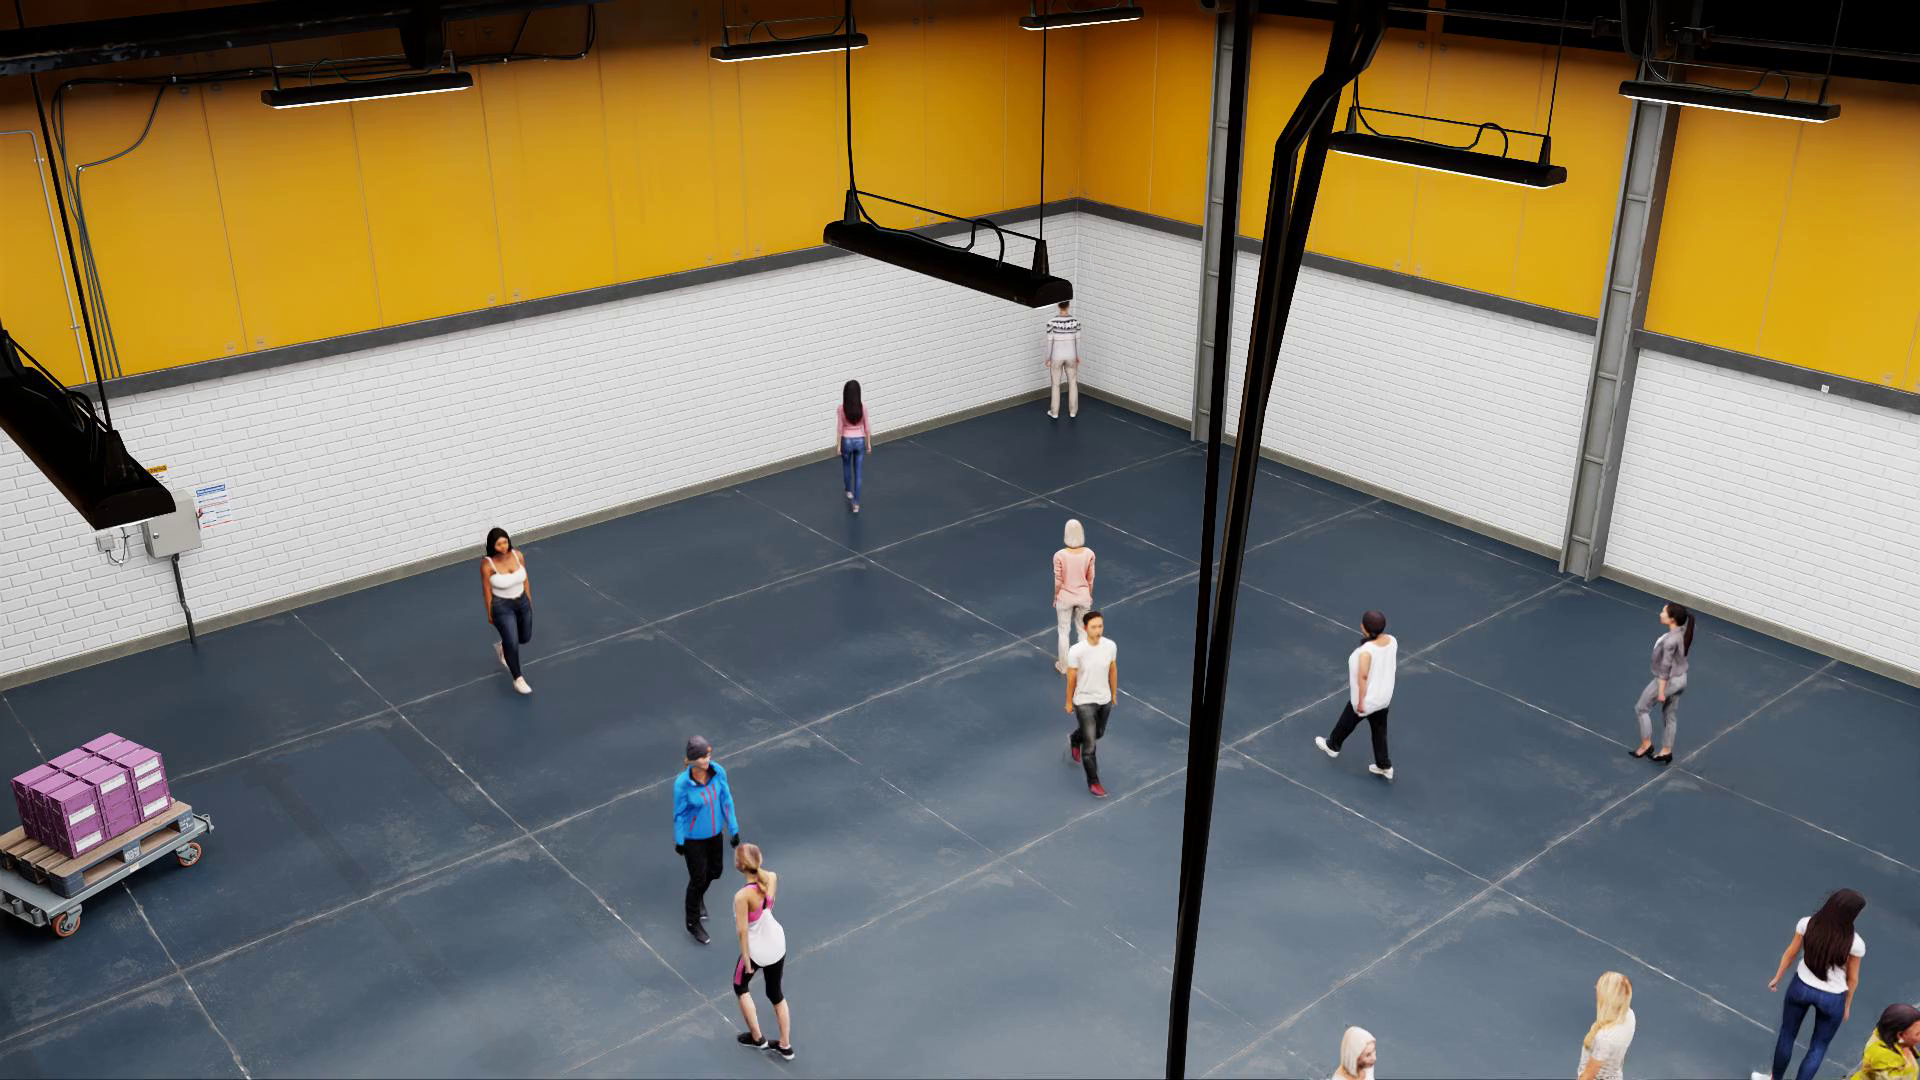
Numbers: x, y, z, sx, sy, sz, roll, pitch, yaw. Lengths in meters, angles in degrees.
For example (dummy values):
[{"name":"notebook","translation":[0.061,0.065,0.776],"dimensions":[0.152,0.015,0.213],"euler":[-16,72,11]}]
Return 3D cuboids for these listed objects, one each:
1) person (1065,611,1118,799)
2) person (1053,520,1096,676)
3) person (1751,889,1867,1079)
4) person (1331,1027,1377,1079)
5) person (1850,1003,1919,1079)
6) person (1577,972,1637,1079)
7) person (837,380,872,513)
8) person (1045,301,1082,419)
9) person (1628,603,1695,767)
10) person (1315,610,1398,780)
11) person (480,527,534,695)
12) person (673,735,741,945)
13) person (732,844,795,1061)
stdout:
[{"name":"person","translation":[1.185,1.442,15.395],"dimensions":[0.824,1.782,1.149],"euler":[-11,26,-23]},{"name":"person","translation":[1.183,0.593,17.409],"dimensions":[0.685,1.725,0.690],"euler":[-4,24,-9]},{"name":"person","translation":[5.899,3.168,11.468],"dimensions":[0.500,1.766,0.757],"euler":[15,28,31]},{"name":"person","translation":[2.323,3.700,10.321],"dimensions":[1.147,1.710,0.791],"euler":[15,28,30]},{"name":"person","translation":[5.708,3.633,10.603],"dimensions":[1.339,1.606,0.988],"euler":[14,27,29]},{"name":"person","translation":[4.157,3.566,10.528],"dimensions":[1.146,1.790,0.850],"euler":[13,27,28]},{"name":"person","translation":[-1.382,-1.195,21.505],"dimensions":[0.925,1.719,1.040],"euler":[-2,24,-4]},{"name":"person","translation":[1.550,-2.735,24.853],"dimensions":[0.770,1.860,0.772],"euler":[-3,24,-6]},{"name":"person","translation":[6.740,1.399,15.646],"dimensions":[0.599,1.660,0.590],"euler":[-19,30,-36]},{"name":"person","translation":[3.862,1.466,15.512],"dimensions":[0.705,1.645,1.080],"euler":[-16,28,-33]},{"name":"person","translation":[-4.677,0.682,17.125],"dimensions":[0.662,1.789,1.025],"euler":[-20,30,-38]},{"name":"person","translation":[-2.092,2.338,13.349],"dimensions":[0.633,1.778,0.841],"euler":[-15,28,-30]},{"name":"person","translation":[-1.343,2.986,11.887],"dimensions":[0.732,1.763,0.662],"euler":[20,31,38]}]
